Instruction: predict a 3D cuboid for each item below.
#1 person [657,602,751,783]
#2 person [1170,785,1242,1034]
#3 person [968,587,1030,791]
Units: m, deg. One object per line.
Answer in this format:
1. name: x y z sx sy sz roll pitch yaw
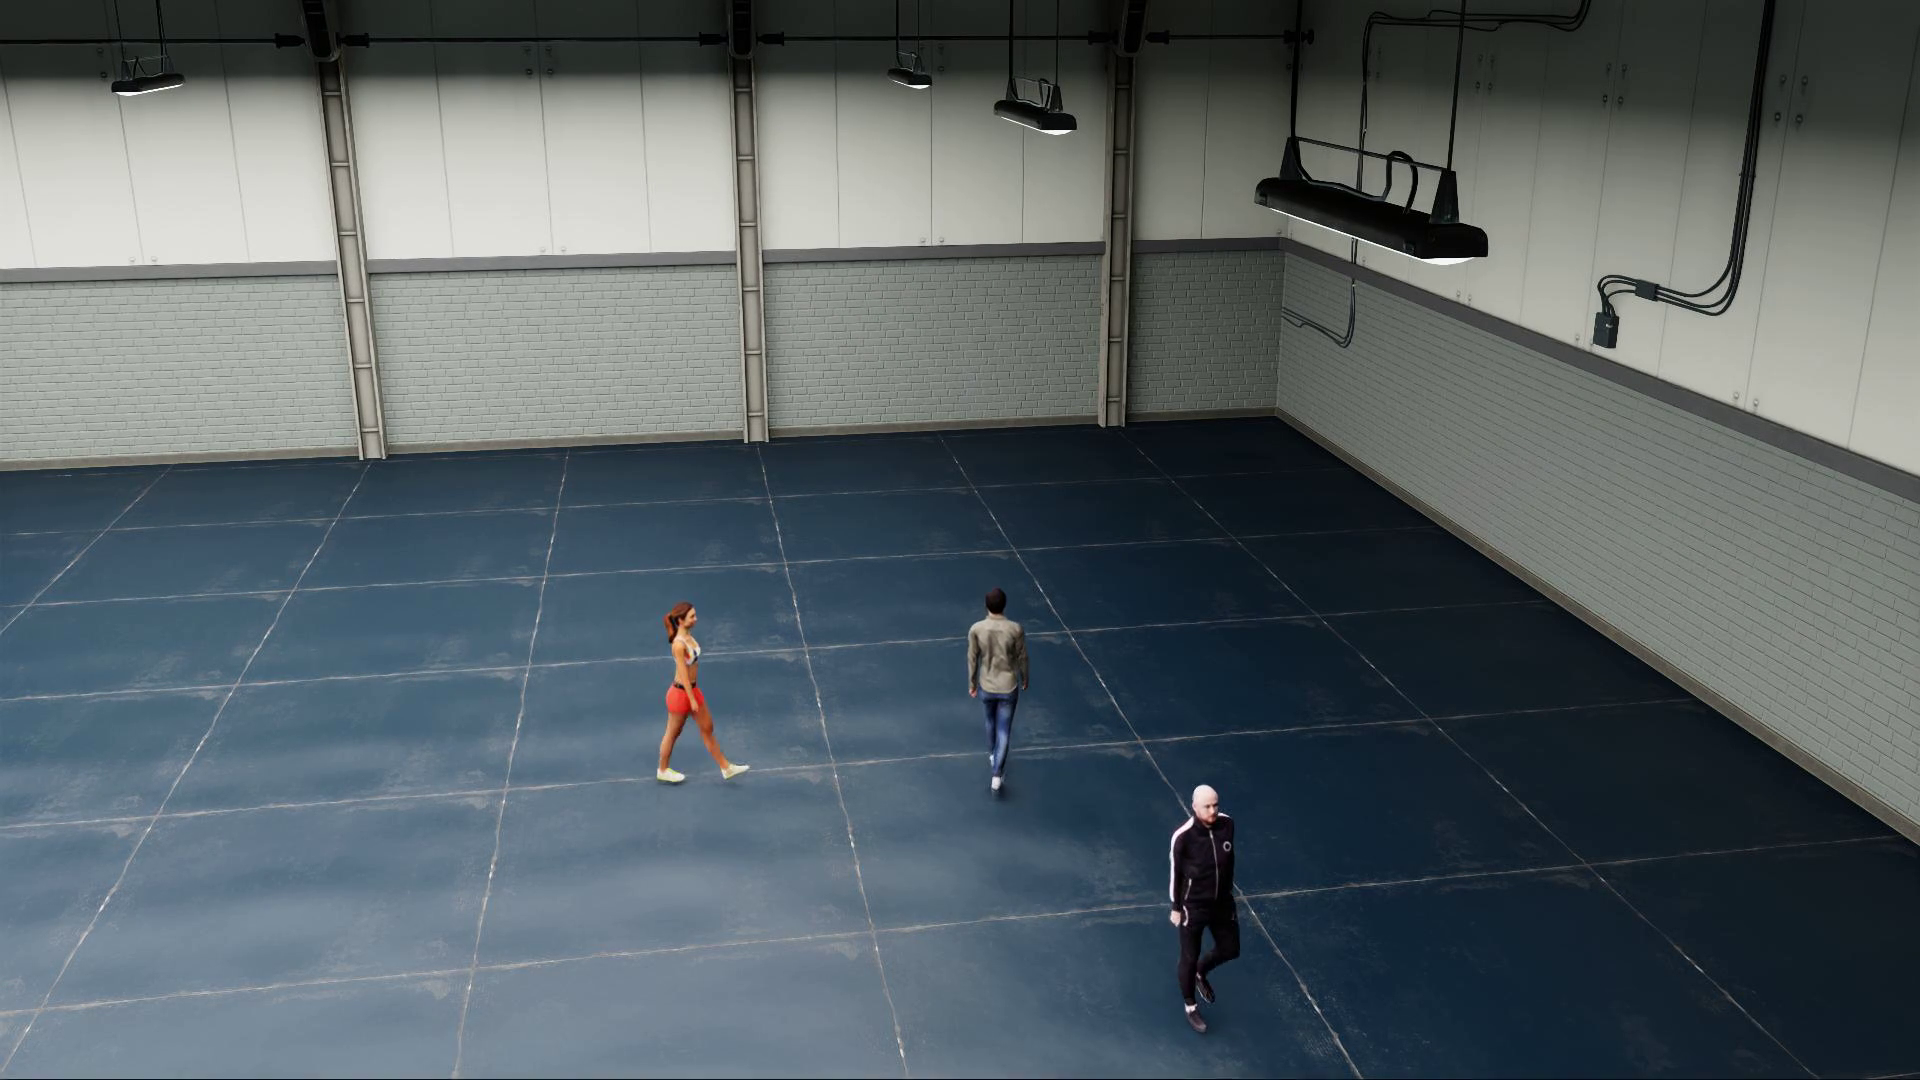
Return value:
1. person: -2.578 1.418 15.013 1.153 1.753 0.790 2 18 5
2. person: 1.644 2.496 11.586 0.745 1.825 0.850 -8 20 -24
3. person: 0.338 1.366 15.016 1.196 1.848 1.035 3 18 10
